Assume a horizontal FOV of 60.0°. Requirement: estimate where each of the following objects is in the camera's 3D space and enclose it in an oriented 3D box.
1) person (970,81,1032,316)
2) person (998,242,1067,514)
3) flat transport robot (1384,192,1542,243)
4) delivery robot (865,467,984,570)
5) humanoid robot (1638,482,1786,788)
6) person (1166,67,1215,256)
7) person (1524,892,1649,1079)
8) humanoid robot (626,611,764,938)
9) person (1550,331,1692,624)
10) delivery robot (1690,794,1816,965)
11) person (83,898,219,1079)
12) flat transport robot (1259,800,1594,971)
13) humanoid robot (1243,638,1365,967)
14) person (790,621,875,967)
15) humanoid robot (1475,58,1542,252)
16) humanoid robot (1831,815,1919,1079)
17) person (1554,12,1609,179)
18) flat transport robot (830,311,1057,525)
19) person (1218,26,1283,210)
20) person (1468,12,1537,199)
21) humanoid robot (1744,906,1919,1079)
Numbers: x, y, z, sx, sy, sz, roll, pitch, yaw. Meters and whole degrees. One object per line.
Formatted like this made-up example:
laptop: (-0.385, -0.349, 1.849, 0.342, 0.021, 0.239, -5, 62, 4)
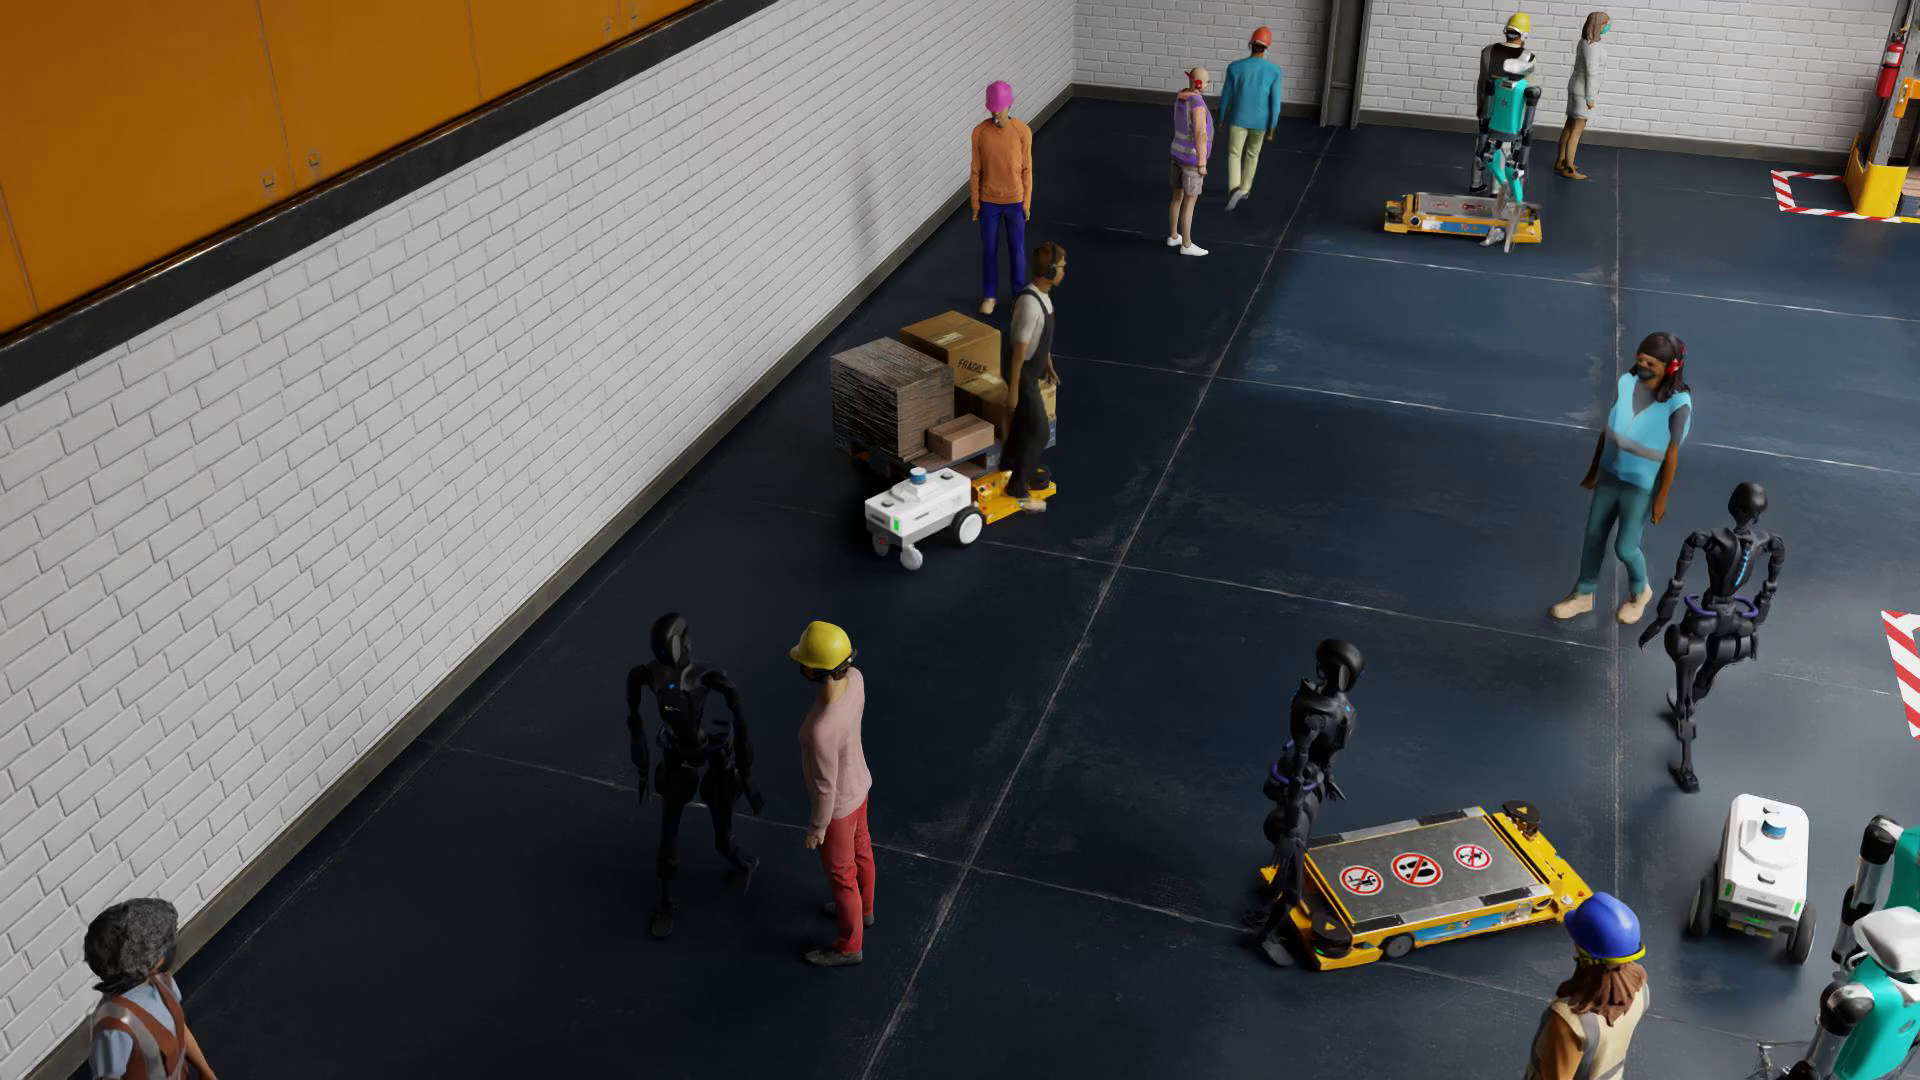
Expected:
person: (0.335, -2.813, 13.738, 0.518, 1.972, 0.404, 4, 31, 7)
person: (0.446, -1.061, 10.918, 0.485, 1.801, 0.554, 4, 31, 7)
flat transport robot: (4.791, -3.073, 15.852, 1.431, 0.231, 0.659, 7, 31, 13)
delivery robot: (-0.235, -0.185, 10.662, 0.771, 0.599, 0.523, -26, 39, -37)
humanoid robot: (3.837, 0.423, 8.562, 0.594, 1.629, 0.765, 0, 30, 0)
person: (2.076, -3.422, 15.043, 0.347, 1.690, 0.484, -10, 32, -17)
person: (2.117, 1.949, 5.819, 0.465, 1.776, 0.326, -19, 35, -29)
humanoid robot: (-1.183, 1.040, 7.505, 0.613, 1.651, 0.579, 5, 31, 9)
person: (3.876, -0.338, 9.629, 0.500, 1.856, 0.550, -18, 35, -27)
delivery robot: (3.714, 1.553, 7.720, 0.499, 0.613, 0.807, 13, 33, 21)
person: (-2.782, 1.997, 5.856, 0.706, 1.642, 0.532, -5, 31, -8)
flat transport robot: (2.214, 1.621, 7.868, 1.431, 0.231, 0.659, -8, 31, -14)
humanoid robot: (1.491, 1.129, 7.326, 0.400, 1.645, 0.608, 15, 34, 24)
person: (-0.553, 1.111, 7.257, 0.313, 1.769, 0.523, 7, 31, 12)
humanoid robot: (5.029, -3.473, 15.146, 0.656, 1.863, 0.542, -24, 38, -35)
humanoid robot: (3.714, 1.608, 6.470, 0.542, 1.800, 0.786, 24, 38, 34)
person: (6.380, -4.543, 16.979, 0.339, 1.659, 0.485, 2, 31, 4)
flat transport robot: (-0.067, -0.537, 11.539, 0.659, 0.231, 1.431, -25, 38, -35)
person: (2.794, -4.072, 16.126, 0.583, 1.715, 0.762, 6, 31, 10)
person: (5.327, -4.237, 16.307, 0.403, 1.820, 0.593, -26, 39, -36)
humanoid robot: (2.964, 1.911, 5.955, 0.546, 1.816, 0.708, -12, 33, -20)
